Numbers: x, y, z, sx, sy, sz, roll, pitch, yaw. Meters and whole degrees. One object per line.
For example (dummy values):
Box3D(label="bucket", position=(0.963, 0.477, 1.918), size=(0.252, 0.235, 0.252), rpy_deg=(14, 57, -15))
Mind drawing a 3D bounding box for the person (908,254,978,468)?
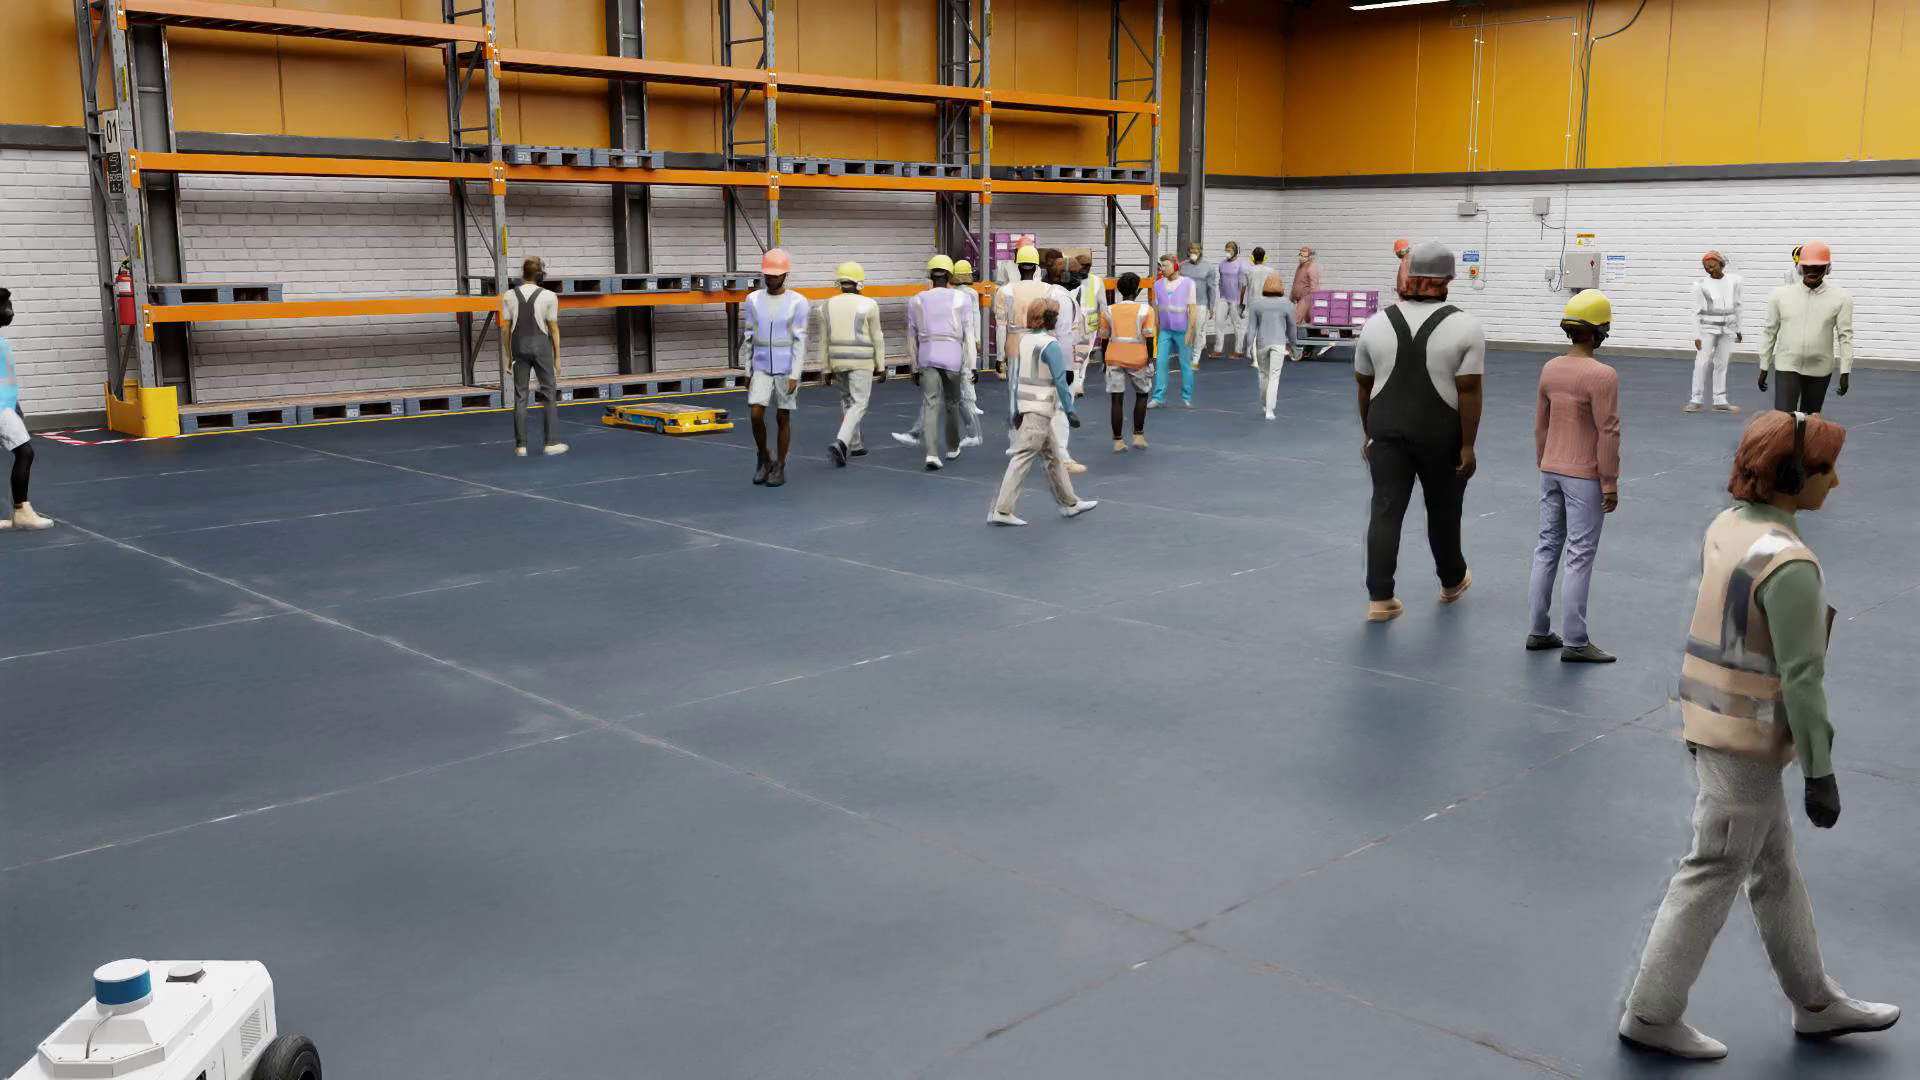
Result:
Box3D(label="person", position=(-0.157, -1.575, 14.645), size=(0.624, 1.867, 1.019), rpy_deg=(1, 10, 7))

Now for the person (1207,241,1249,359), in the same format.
Box3D(label="person", position=(4.340, -3.877, 27.017), size=(0.814, 1.912, 0.652), rpy_deg=(-8, 13, -37))

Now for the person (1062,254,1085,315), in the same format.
Box3D(label="person", position=(1.185, -2.540, 20.007), size=(0.616, 1.812, 0.443), rpy_deg=(4, 11, 22))

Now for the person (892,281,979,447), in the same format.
Box3D(label="person", position=(-0.210, -1.661, 15.847), size=(0.892, 1.586, 0.513), rpy_deg=(-1, 10, -5))

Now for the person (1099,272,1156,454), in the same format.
Box3D(label="person", position=(1.581, -1.656, 15.533), size=(0.557, 1.674, 0.593), rpy_deg=(4, 11, 20))

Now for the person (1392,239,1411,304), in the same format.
Box3D(label="person", position=(7.448, -4.034, 27.770), size=(0.543, 1.950, 0.745), rpy_deg=(5, 12, 28))

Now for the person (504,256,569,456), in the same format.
Box3D(label="person", position=(-3.933, -1.684, 15.338), size=(0.527, 1.825, 0.474), rpy_deg=(0, 10, 1))

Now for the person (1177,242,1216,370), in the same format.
Box3D(label="person", position=(3.537, -3.516, 25.051), size=(0.629, 1.926, 0.493), rpy_deg=(3, 11, 16))

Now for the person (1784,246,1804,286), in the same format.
Box3D(label="person", position=(11.900, -3.238, 23.683), size=(0.532, 1.866, 0.321), rpy_deg=(-8, 13, -36))

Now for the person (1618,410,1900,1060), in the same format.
Box3D(label="person", position=(1.980, 0.495, 4.003), size=(0.704, 1.604, 0.542), rpy_deg=(2, 11, 10))

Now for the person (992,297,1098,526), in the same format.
Box3D(label="person", position=(0.591, -0.894, 11.649), size=(0.875, 1.591, 0.516), rpy_deg=(-3, 11, -18))

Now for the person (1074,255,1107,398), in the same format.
Box3D(label="person", position=(1.526, -2.686, 20.921), size=(0.645, 1.788, 0.947), rpy_deg=(-2, 11, -12))

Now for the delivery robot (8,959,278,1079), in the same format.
Box3D(label="delivery robot", position=(-1.679, 1.095, 3.371), size=(0.477, 0.478, 0.707), rpy_deg=(0, 10, 0))

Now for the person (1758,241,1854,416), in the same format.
Box3D(label="person", position=(6.578, -1.319, 12.934), size=(0.653, 1.960, 0.889), rpy_deg=(5, 11, 23))

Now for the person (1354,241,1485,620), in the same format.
Box3D(label="person", position=(2.485, -0.619, 8.918), size=(0.697, 2.000, 1.002), rpy_deg=(7, 12, 33))

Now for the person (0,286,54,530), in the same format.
Box3D(label="person", position=(-6.527, -0.892, 11.388), size=(0.608, 1.675, 0.549), rpy_deg=(-7, 12, -32))

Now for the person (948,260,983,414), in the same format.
Box3D(label="person", position=(0.027, -2.289, 18.834), size=(0.483, 1.745, 0.299), rpy_deg=(6, 12, 29))

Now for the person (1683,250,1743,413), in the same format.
Box3D(label="person", position=(8.651, -2.363, 18.960), size=(0.714, 1.860, 0.348), rpy_deg=(-1, 10, -7))

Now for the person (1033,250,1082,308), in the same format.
Box3D(label="person", position=(0.923, -2.038, 17.137), size=(0.614, 1.867, 1.003), rpy_deg=(3, 11, 14))

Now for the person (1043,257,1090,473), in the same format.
Box3D(label="person", position=(0.895, -1.498, 14.262), size=(0.429, 1.840, 0.633), rpy_deg=(-1, 10, -6))

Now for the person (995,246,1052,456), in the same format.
Box3D(label="person", position=(0.611, -1.725, 15.258), size=(0.594, 1.924, 0.383), rpy_deg=(-1, 10, -7))

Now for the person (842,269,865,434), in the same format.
Box3D(label="person", position=(-1.010, -1.818, 16.264), size=(0.555, 1.730, 0.817), rpy_deg=(4, 11, 21))

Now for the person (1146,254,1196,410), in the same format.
Box3D(label="person", position=(2.493, -2.410, 19.353), size=(0.578, 1.810, 0.641), rpy_deg=(8, 13, 36))

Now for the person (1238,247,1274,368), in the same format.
Box3D(label="person", position=(4.576, -3.594, 25.723), size=(0.532, 1.826, 0.909), rpy_deg=(0, 10, 2))

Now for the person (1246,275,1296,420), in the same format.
Box3D(label="person", position=(3.469, -2.148, 18.507), size=(0.522, 1.583, 0.889), rpy_deg=(4, 11, 19))

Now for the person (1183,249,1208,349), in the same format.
Box3D(label="person", position=(4.195, -4.334, 29.725), size=(0.634, 1.839, 0.429), rpy_deg=(1, 10, 8))

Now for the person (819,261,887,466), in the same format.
Box3D(label="person", position=(-0.985, -1.564, 14.754), size=(0.591, 1.802, 0.844), rpy_deg=(5, 12, 26))

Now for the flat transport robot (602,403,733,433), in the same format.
Box3D(label="flat transport robot", position=(-3.070, -1.287, 17.393), size=(1.431, 0.197, 0.652), rpy_deg=(10, 14, 44))

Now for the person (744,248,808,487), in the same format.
Box3D(label="person", position=(-1.483, -1.366, 13.335), size=(0.547, 1.915, 0.451), rpy_deg=(2, 11, 9))

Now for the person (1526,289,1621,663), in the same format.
Box3D(label="person", position=(2.946, -0.302, 7.932), size=(0.298, 1.772, 0.533), rpy_deg=(-3, 11, -18))

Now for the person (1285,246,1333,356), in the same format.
Box3D(label="person", position=(5.848, -4.010, 27.948), size=(0.992, 1.849, 0.663), rpy_deg=(0, 10, -1))

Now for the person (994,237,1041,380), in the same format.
Box3D(label="person", position=(0.799, -3.186, 23.050), size=(0.624, 1.998, 0.569), rpy_deg=(-1, 10, -4))
